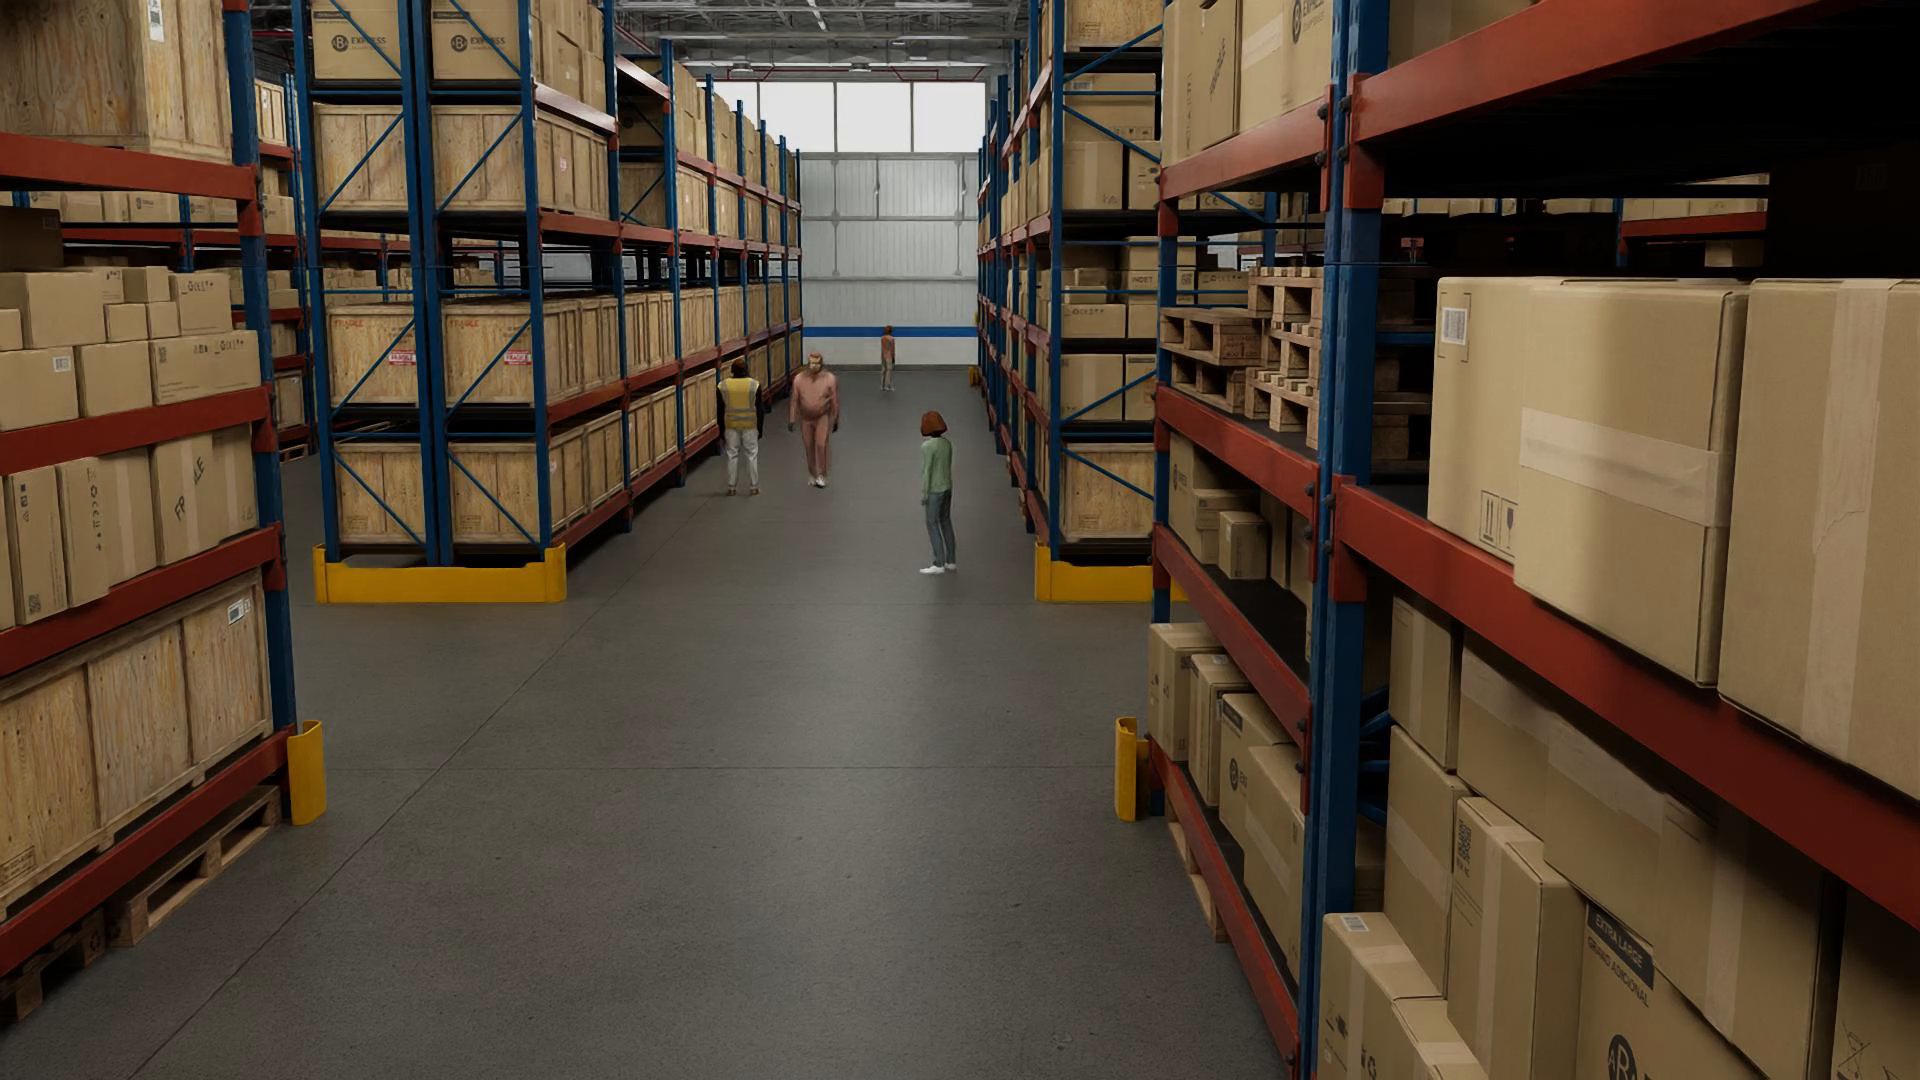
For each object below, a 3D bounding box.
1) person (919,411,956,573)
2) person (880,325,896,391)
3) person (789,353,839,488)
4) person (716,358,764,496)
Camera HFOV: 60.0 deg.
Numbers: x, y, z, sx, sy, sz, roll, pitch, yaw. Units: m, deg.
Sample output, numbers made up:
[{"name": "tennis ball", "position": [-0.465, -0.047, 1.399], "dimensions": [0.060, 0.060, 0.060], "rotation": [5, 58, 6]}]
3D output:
[{"name": "person", "position": [-0.230, -0.477, 16.659], "dimensions": [0.303, 1.620, 0.504], "rotation": [5, 11, 29]}, {"name": "person", "position": [-1.799, -4.525, 41.436], "dimensions": [0.318, 1.630, 0.512], "rotation": [-7, 12, -38]}, {"name": "person", "position": [-2.044, -1.652, 23.081], "dimensions": [0.668, 1.864, 0.928], "rotation": [1, 9, 7]}, {"name": "person", "position": [-2.936, -1.506, 22.271], "dimensions": [0.627, 1.844, 0.429], "rotation": [-1, 9, -5]}]
